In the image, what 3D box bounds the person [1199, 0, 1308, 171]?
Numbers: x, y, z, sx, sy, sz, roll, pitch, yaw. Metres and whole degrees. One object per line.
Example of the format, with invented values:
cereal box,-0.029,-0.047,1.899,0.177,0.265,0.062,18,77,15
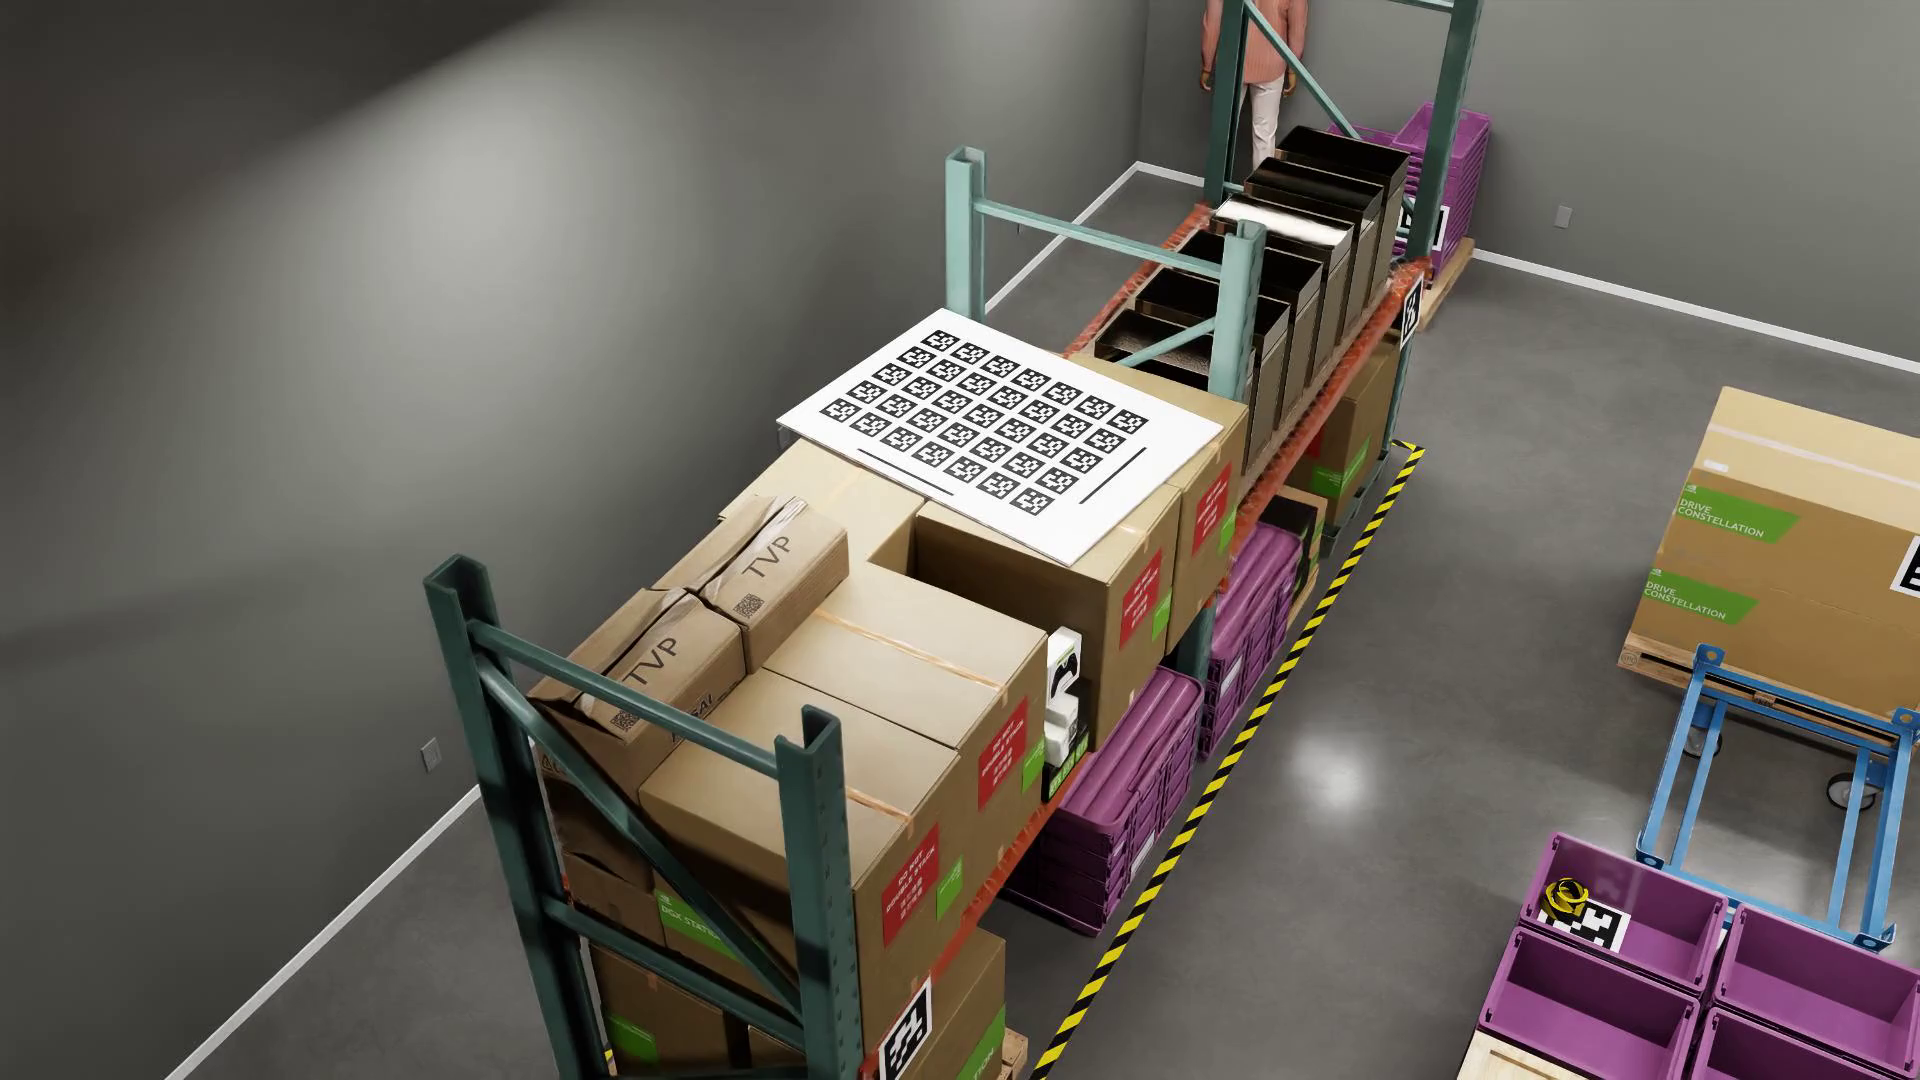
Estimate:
person,1.731,-2.835,9.931,0.610,1.996,0.378,4,40,5
